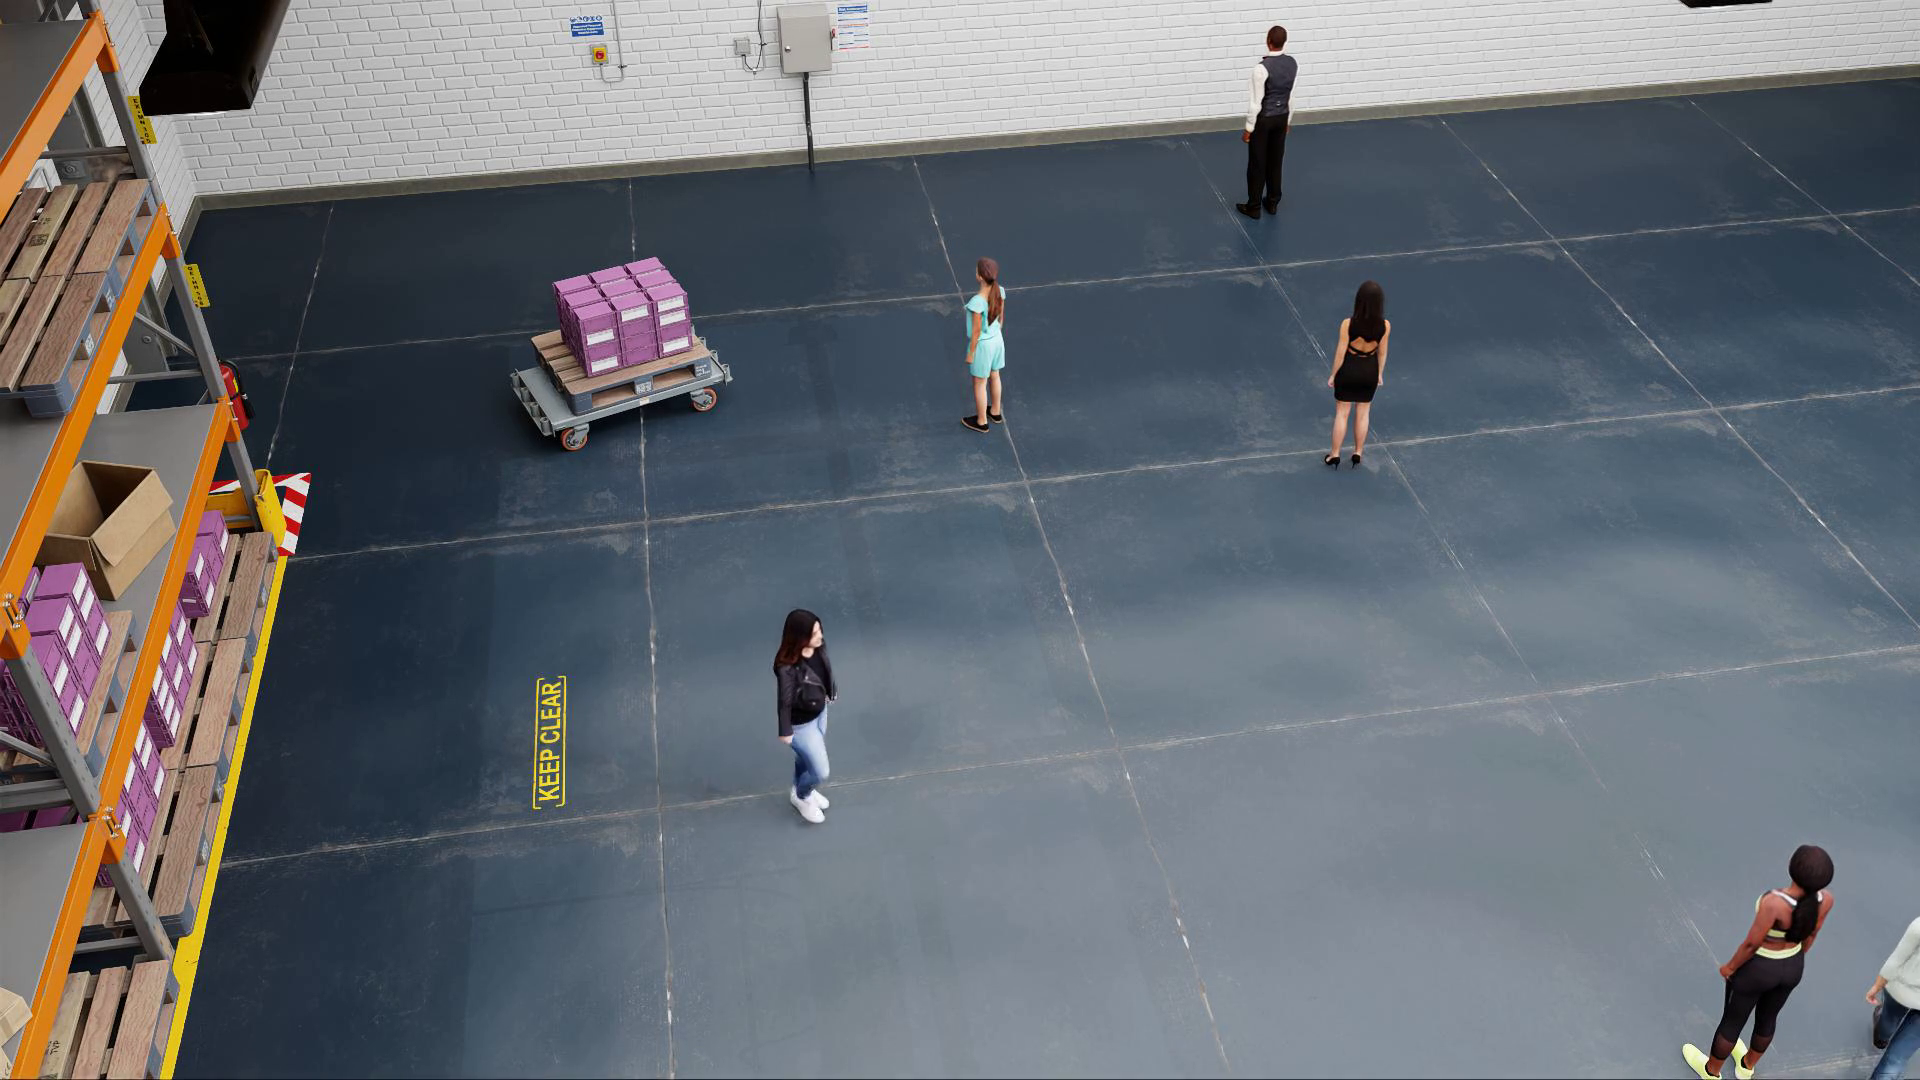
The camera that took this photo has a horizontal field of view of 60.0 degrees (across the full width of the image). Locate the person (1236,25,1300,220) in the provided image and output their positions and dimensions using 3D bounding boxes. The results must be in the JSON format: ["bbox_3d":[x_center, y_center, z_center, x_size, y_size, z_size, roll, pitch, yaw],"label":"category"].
[{"bbox_3d":[3.015,-4.083,16.265,0.757,1.917,0.679,-17,42,-20],"label":"person"}]

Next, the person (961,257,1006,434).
[{"bbox_3d":[0.206,-1.585,13.425,0.697,1.558,0.649,29,47,32],"label":"person"}]

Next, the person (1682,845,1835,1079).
[{"bbox_3d":[4.143,2.203,8.525,0.563,1.754,0.508,-4,39,-5],"label":"person"}]

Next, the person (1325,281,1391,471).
[{"bbox_3d":[3.091,-1.263,12.951,0.612,1.648,0.544,1,39,1],"label":"person"}]

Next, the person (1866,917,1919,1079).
[{"bbox_3d":[4.858,2.373,8.428,1.009,1.610,1.113,20,43,23],"label":"person"}]

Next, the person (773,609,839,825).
[{"bbox_3d":[-1.009,1.047,10.078,0.830,1.621,0.733,16,41,19],"label":"person"}]
